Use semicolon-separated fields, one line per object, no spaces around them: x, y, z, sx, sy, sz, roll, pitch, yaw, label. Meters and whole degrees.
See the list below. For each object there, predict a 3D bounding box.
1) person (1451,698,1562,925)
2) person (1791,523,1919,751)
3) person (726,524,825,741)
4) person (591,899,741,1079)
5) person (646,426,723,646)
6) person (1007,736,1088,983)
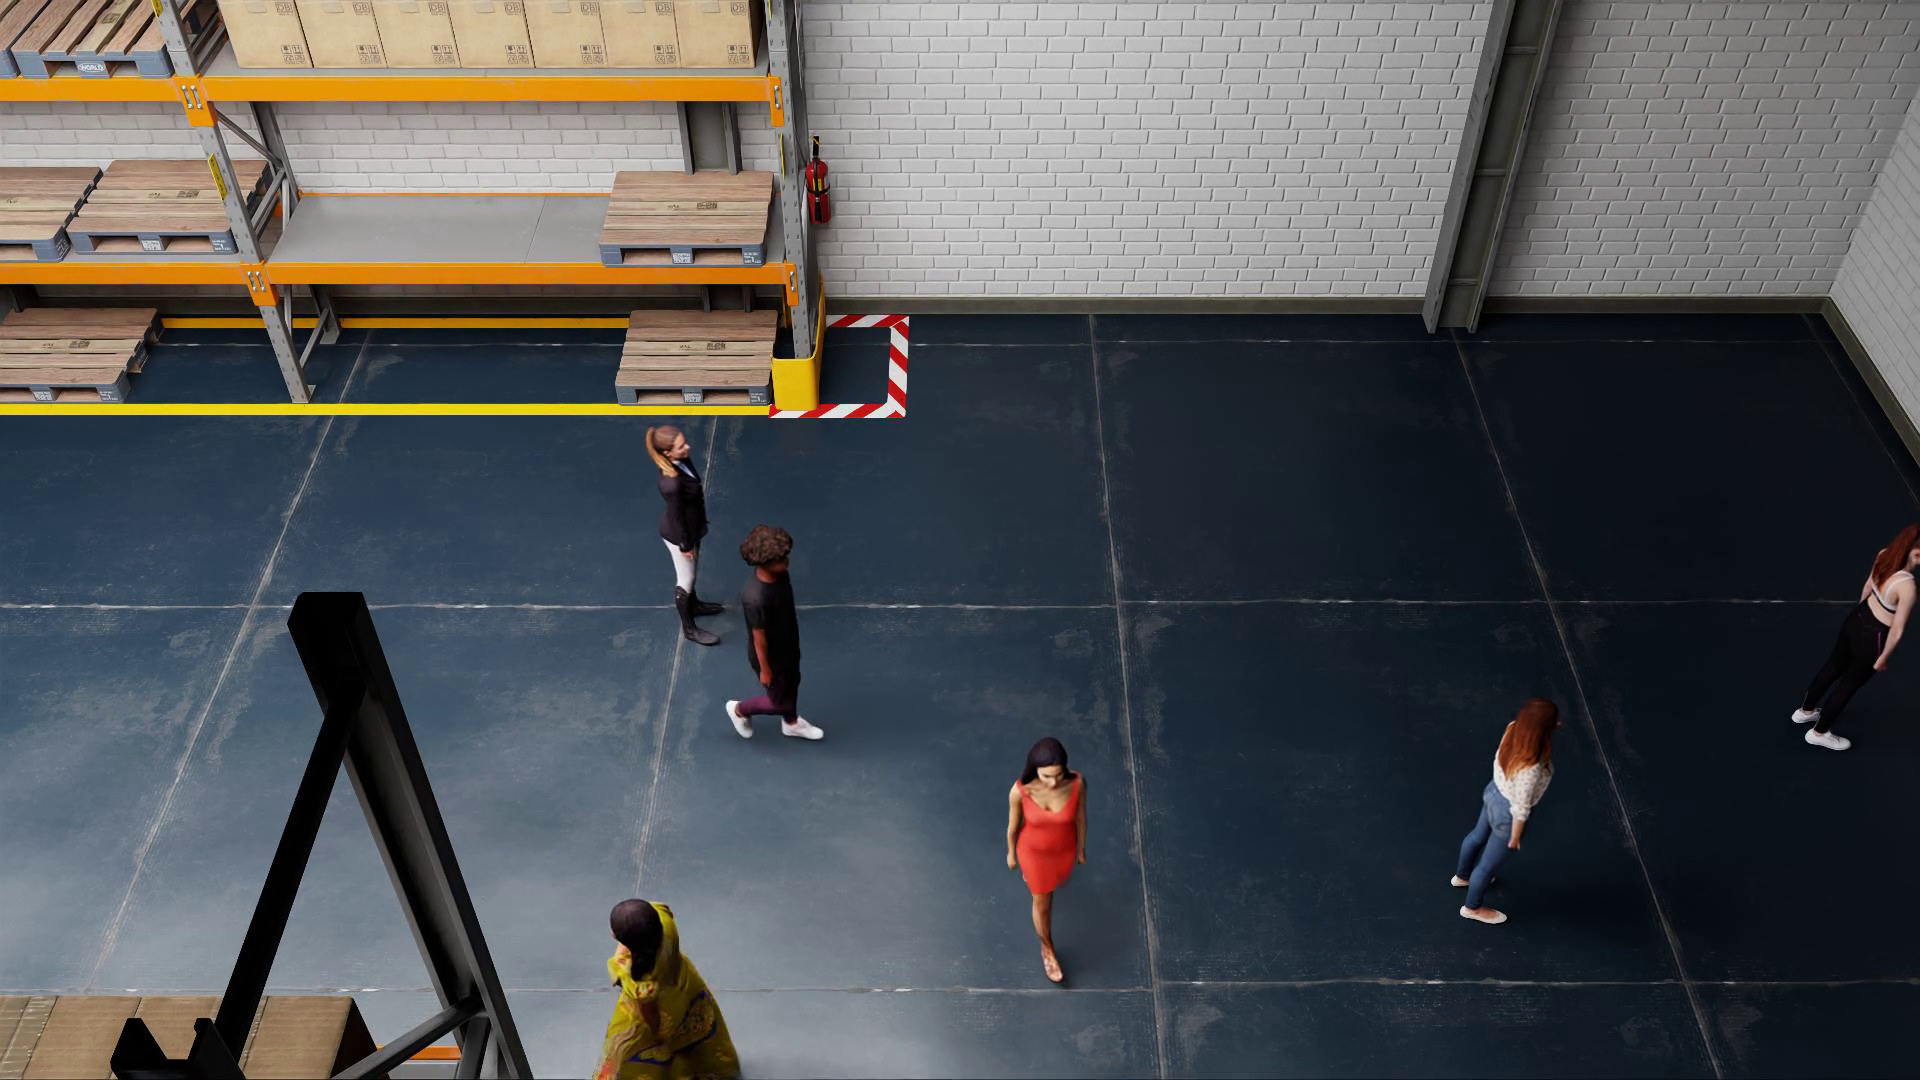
3.021;1.472;9.201;0.497;1.728;0.571;1;44;1;person
5.516;0.579;10.124;0.505;1.747;0.578;1;44;1;person
-1.190;0.606;10.077;0.910;1.772;0.762;11;45;12;person
-1.426;2.326;8.375;1.069;1.631;0.914;8;44;9;person
-1.786;-0.055;10.803;0.532;1.729;0.565;1;44;1;person
0.463;1.619;9.068;1.043;1.697;0.826;-10;44;-10;person
